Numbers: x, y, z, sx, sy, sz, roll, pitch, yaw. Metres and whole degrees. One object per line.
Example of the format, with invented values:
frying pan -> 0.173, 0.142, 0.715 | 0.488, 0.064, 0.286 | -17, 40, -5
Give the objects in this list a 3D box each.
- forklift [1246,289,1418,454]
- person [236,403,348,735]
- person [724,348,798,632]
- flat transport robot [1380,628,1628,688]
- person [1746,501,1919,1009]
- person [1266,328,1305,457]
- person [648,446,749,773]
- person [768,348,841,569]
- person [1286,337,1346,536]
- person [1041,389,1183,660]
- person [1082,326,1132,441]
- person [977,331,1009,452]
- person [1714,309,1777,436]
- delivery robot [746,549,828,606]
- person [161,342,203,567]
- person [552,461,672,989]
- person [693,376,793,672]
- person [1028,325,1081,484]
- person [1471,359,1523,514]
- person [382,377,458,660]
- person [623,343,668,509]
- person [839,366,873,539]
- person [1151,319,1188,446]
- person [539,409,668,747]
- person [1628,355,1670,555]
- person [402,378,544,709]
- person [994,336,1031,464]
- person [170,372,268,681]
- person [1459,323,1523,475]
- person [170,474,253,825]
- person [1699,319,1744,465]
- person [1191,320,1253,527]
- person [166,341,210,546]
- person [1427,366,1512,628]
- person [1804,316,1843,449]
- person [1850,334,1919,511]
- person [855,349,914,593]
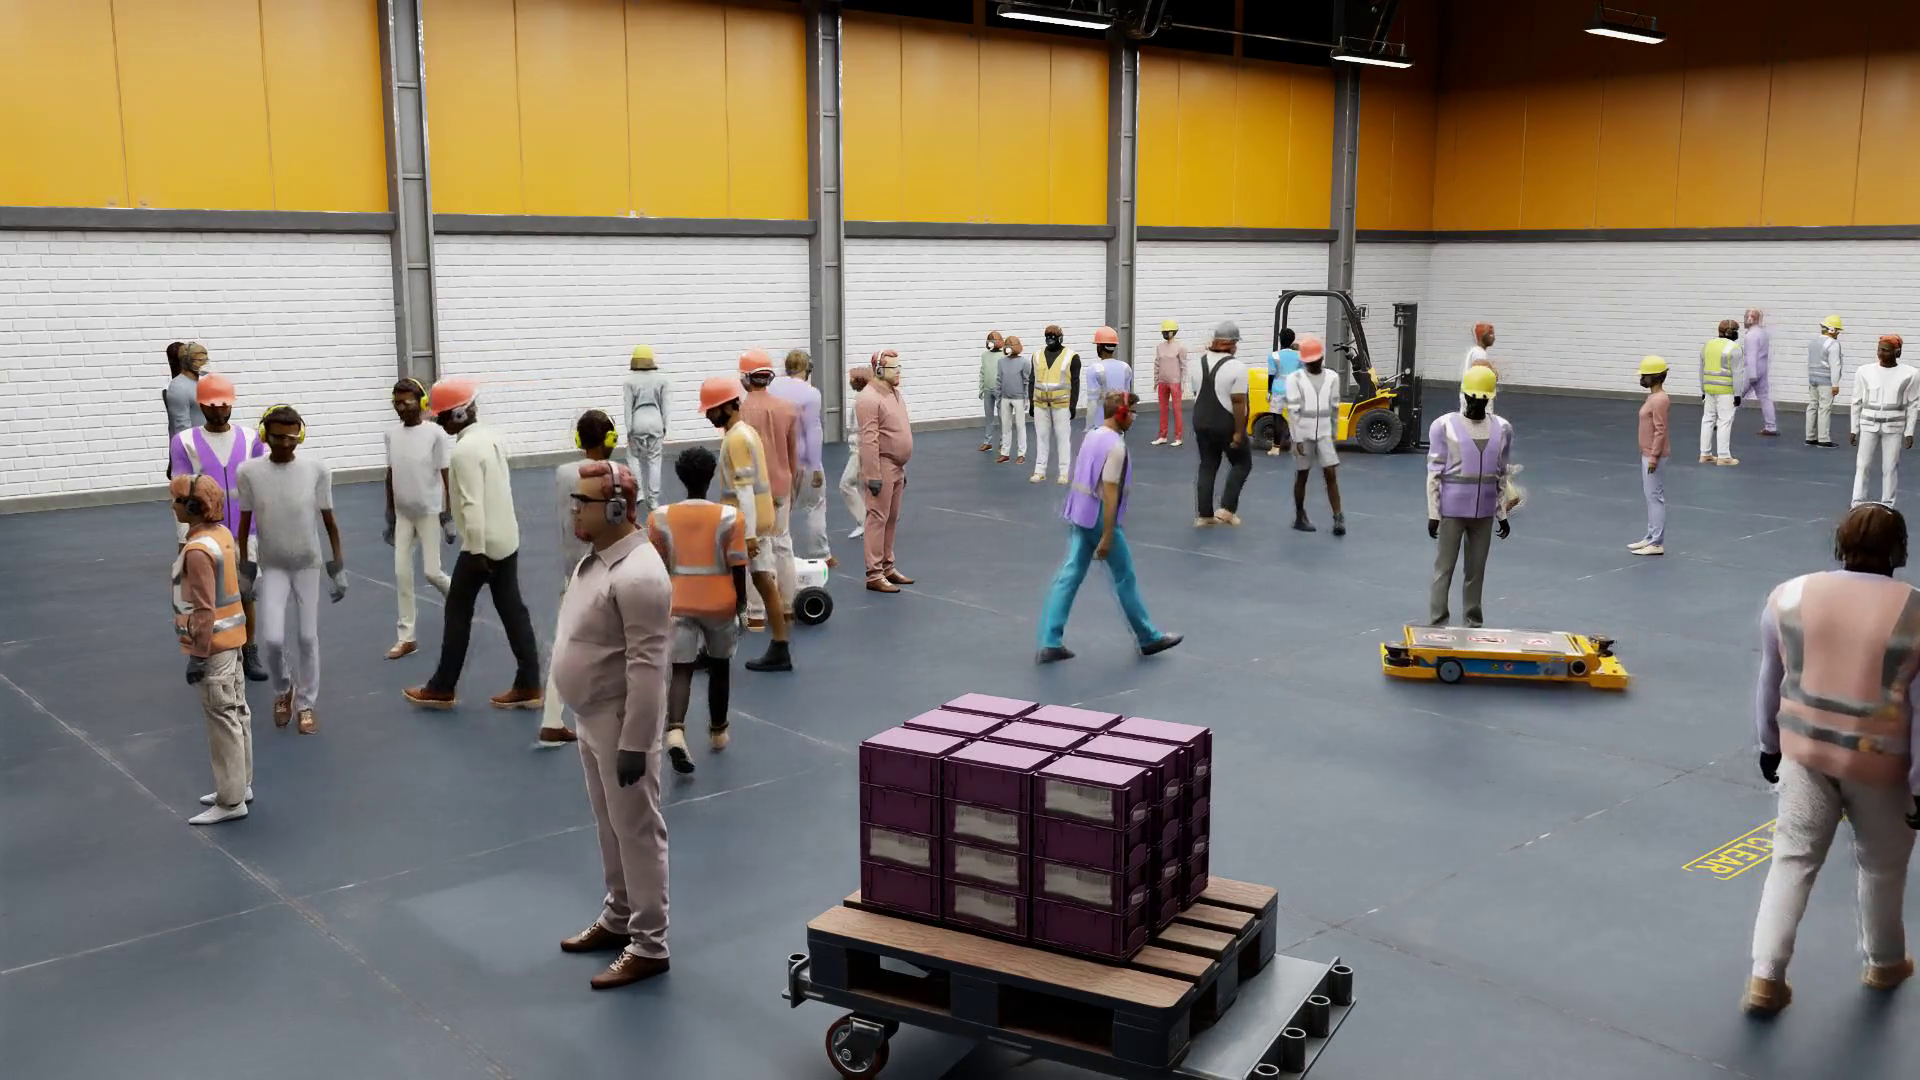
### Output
forklift -> 5.034, -2.339, 22.783 | 2.313, 2.155, 1.214 | 3, 10, 16
person -> -3.683, 0.163, 9.160 | 0.541, 1.848, 0.392 | -4, 10, -22
person -> -1.411, -0.349, 11.717 | 0.613, 1.995, 0.390 | -8, 13, -40
flat transport robot -> 3.401, 0.722, 10.485 | 1.431, 0.197, 0.652 | 2, 10, 12
person -> 3.117, 0.755, 5.836 | 0.871, 1.807, 0.644 | -9, 13, -43
person -> 4.279, -1.940, 21.895 | 0.537, 1.700, 0.318 | -2, 10, -12
person -> -1.357, 0.352, 8.572 | 0.539, 1.667, 0.777 | 0, 10, -1
person -> -1.424, -0.640, 13.761 | 0.670, 1.893, 0.916 | 9, 13, 43
person -> 3.360, -0.967, 15.691 | 0.562, 1.878, 0.840 | -1, 10, -8
person -> 0.957, -0.092, 10.841 | 0.999, 1.776, 0.597 | -4, 10, -20
person -> 1.452, -1.164, 16.656 | 0.547, 1.938, 0.359 | -7, 12, -37
person -> 0.467, -1.997, 22.418 | 0.499, 1.634, 0.279 | 7, 12, 35
person -> 11.635, -2.473, 24.580 | 0.642, 1.849, 1.041 | -9, 13, -41
delivery robot -> -1.322, 0.272, 12.017 | 0.707, 0.478, 0.477 | -2, 10, -13
person -> -6.495, -0.715, 14.089 | 0.396, 1.917, 0.590 | 1, 10, 8
person -> -1.274, 0.664, 6.076 | 0.407, 1.918, 0.654 | -5, 11, -28
person -> -1.454, -0.090, 10.524 | 0.854, 1.877, 0.568 | 0, 10, 3
person -> 1.078, -1.573, 19.334 | 0.627, 1.844, 0.429 | 4, 10, 22
person -> 5.371, -1.052, 16.963 | 0.800, 1.600, 0.496 | 3, 10, 15
person -> -3.589, -0.161, 11.050 | 0.524, 1.851, 0.704 | 3, 10, 18
person -> -3.284, -1.184, 17.407 | 0.490, 1.729, 0.436 | -4, 11, -24
person -> -0.937, -0.802, 15.438 | 0.410, 1.624, 0.552 | 0, 10, 3
person -> 2.907, -2.183, 23.128 | 0.533, 1.766, 0.326 | 9, 13, 42
person -> -1.992, 0.191, 9.104 | 0.490, 1.812, 0.956 | 5, 11, 26
person -> 6.103, -0.746, 14.718 | 0.329, 1.765, 0.533 | 3, 10, 17
person -> -2.855, 0.036, 9.631 | 0.921, 1.929, 0.624 | 1, 10, 5
person -> 0.675, -1.779, 21.145 | 0.501, 1.633, 0.283 | 6, 12, 33
person -> -4.515, -0.063, 10.218 | 0.551, 1.932, 0.378 | -7, 12, -36
person -> 6.217, -1.641, 19.738 | 0.964, 1.832, 0.602 | 1, 10, 8
person -> -3.493, 0.502, 7.767 | 0.311, 1.642, 0.512 | -2, 10, -13
person -> 9.661, -1.869, 21.073 | 0.429, 1.839, 0.634 | -4, 10, -20
person -> 2.555, -1.127, 16.136 | 0.536, 2.000, 0.695 | -9, 13, -41
person -> -6.333, -0.671, 13.770 | 0.353, 1.936, 0.635 | -2, 10, -9
person -> 3.389, -0.200, 11.066 | 0.584, 1.919, 0.381 | -2, 10, -11
person -> 11.912, -2.173, 22.905 | 0.404, 1.821, 0.587 | -1, 10, -7
person -> 9.040, -1.076, 16.302 | 0.574, 1.881, 0.358 | 7, 12, 36
person -> -0.574, -0.551, 13.157 | 0.409, 1.909, 0.642 | 3, 10, 17
